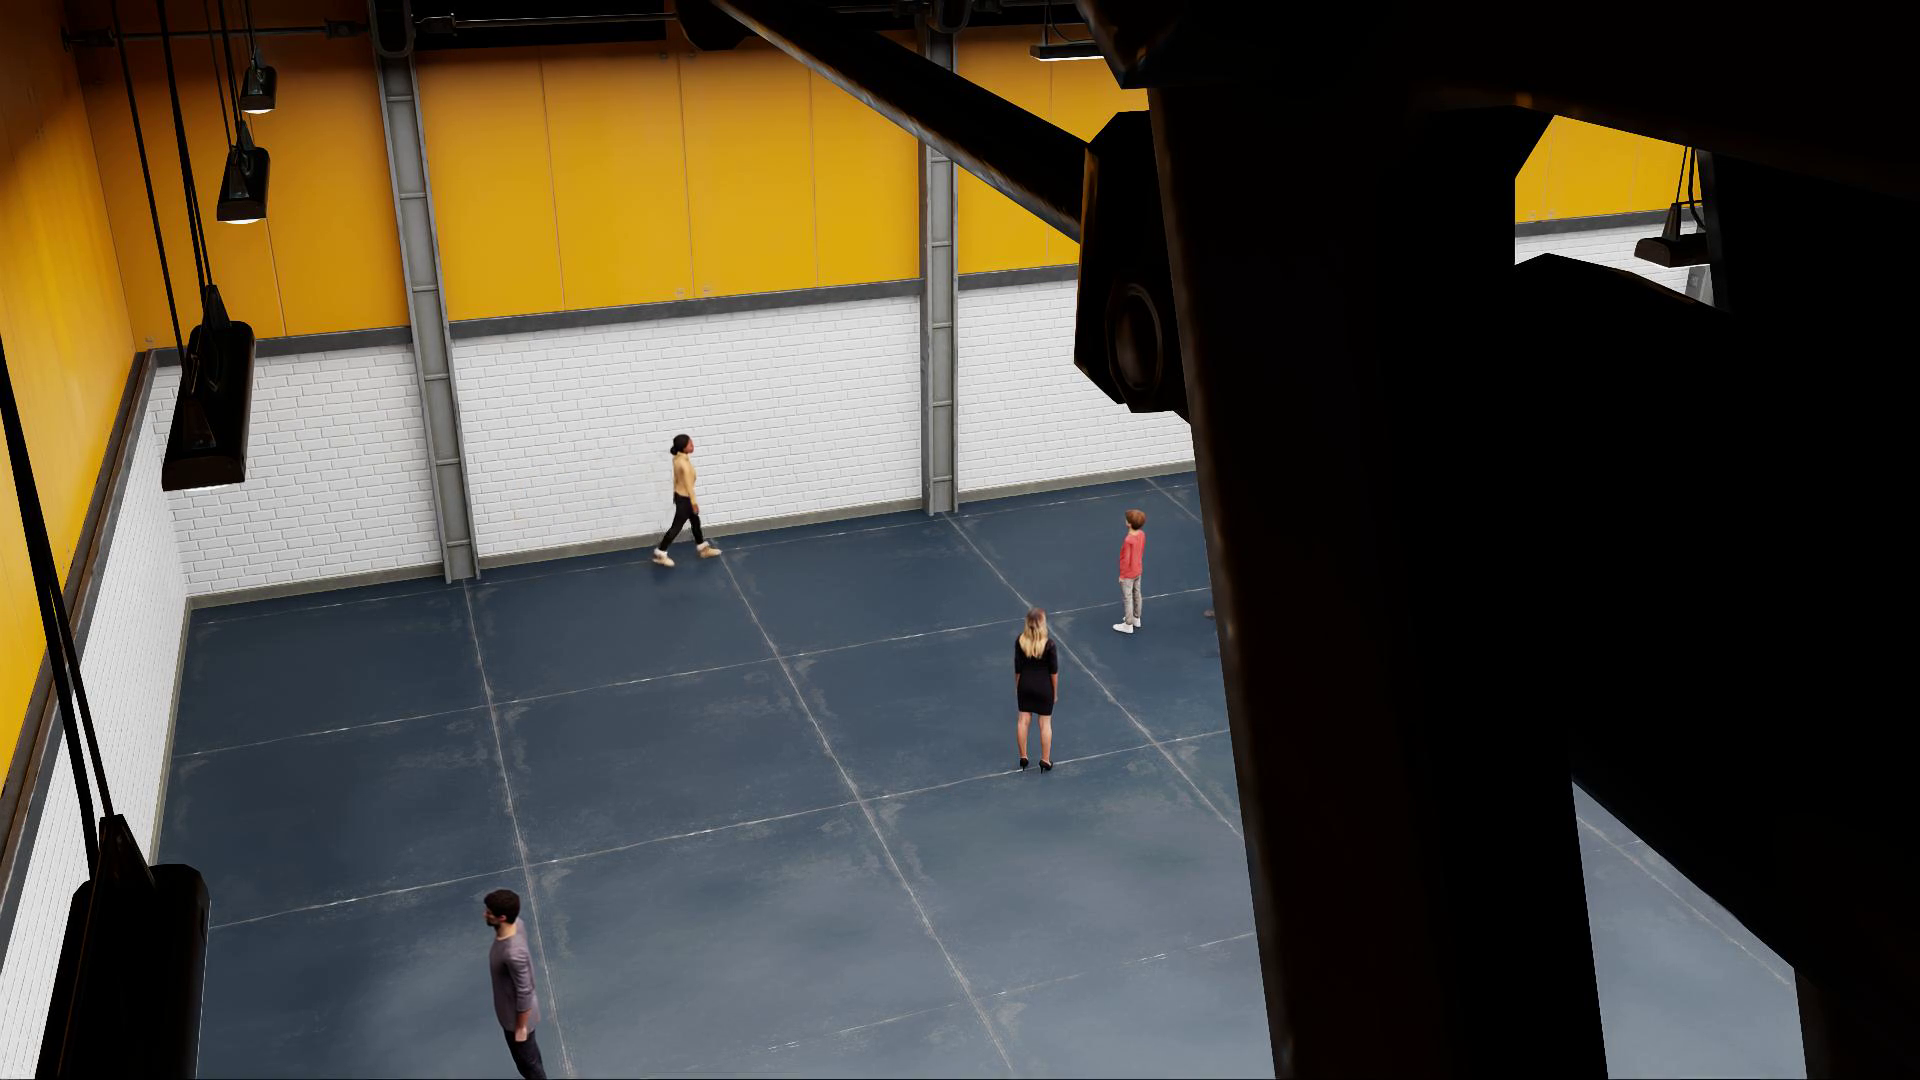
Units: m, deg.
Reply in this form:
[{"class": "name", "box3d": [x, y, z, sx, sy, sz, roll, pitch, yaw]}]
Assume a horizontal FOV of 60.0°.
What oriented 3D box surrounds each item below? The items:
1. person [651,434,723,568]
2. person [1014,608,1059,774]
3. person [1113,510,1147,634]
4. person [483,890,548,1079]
[{"class": "person", "box3d": [-3.352, -0.443, 19.680, 1.092, 1.619, 0.614, -8, 25, -18]}, {"class": "person", "box3d": [0.698, 1.390, 15.415, 0.587, 1.677, 0.670, 8, 25, 17]}, {"class": "person", "box3d": [1.882, 0.327, 18.171, 0.660, 1.416, 0.571, 17, 29, 34]}, {"class": "person", "box3d": [-2.974, 3.136, 11.202, 0.515, 1.853, 0.662, -8, 25, -18]}]
